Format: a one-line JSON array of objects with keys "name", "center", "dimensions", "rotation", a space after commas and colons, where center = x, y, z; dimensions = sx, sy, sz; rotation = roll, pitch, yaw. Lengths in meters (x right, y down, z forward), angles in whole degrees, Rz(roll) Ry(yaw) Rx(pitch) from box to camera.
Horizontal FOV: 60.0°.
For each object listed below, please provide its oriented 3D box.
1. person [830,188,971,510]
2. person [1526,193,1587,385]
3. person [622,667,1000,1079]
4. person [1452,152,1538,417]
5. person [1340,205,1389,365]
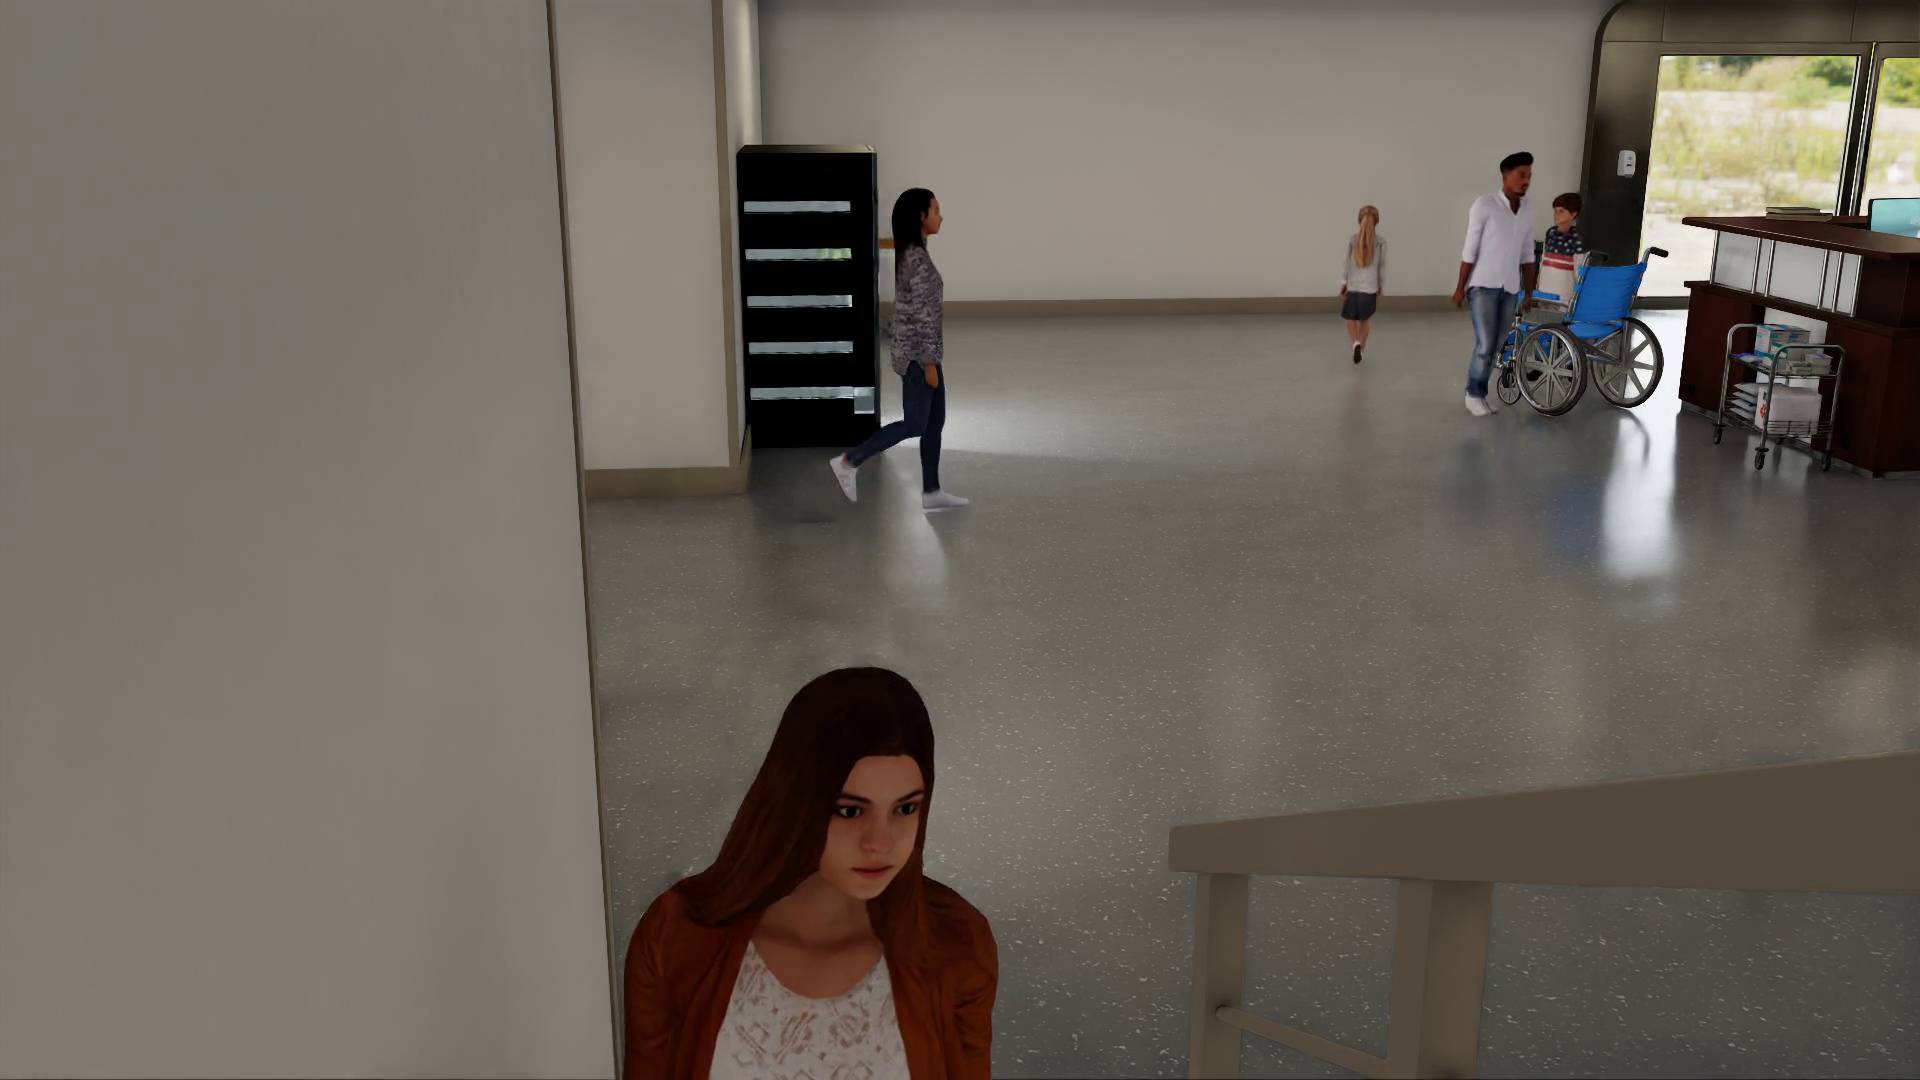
[{"name": "person", "center": [-0.314, -0.960, 8.743], "dimensions": [0.681, 1.712, 0.902], "rotation": [-1, 16, -5]}, {"name": "person", "center": [4.578, -1.904, 12.631], "dimensions": [0.749, 1.419, 0.922], "rotation": [-6, 17, -21]}, {"name": "person", "center": [-0.206, 0.926, 2.086], "dimensions": [0.625, 1.694, 0.821], "rotation": [-1, 16, -3]}, {"name": "person", "center": [3.607, -1.746, 11.397], "dimensions": [0.736, 1.784, 0.737], "rotation": [-5, 17, -17]}, {"name": "person", "center": [3.247, -2.042, 13.402], "dimensions": [0.607, 1.260, 0.844], "rotation": [2, 16, 7]}]
